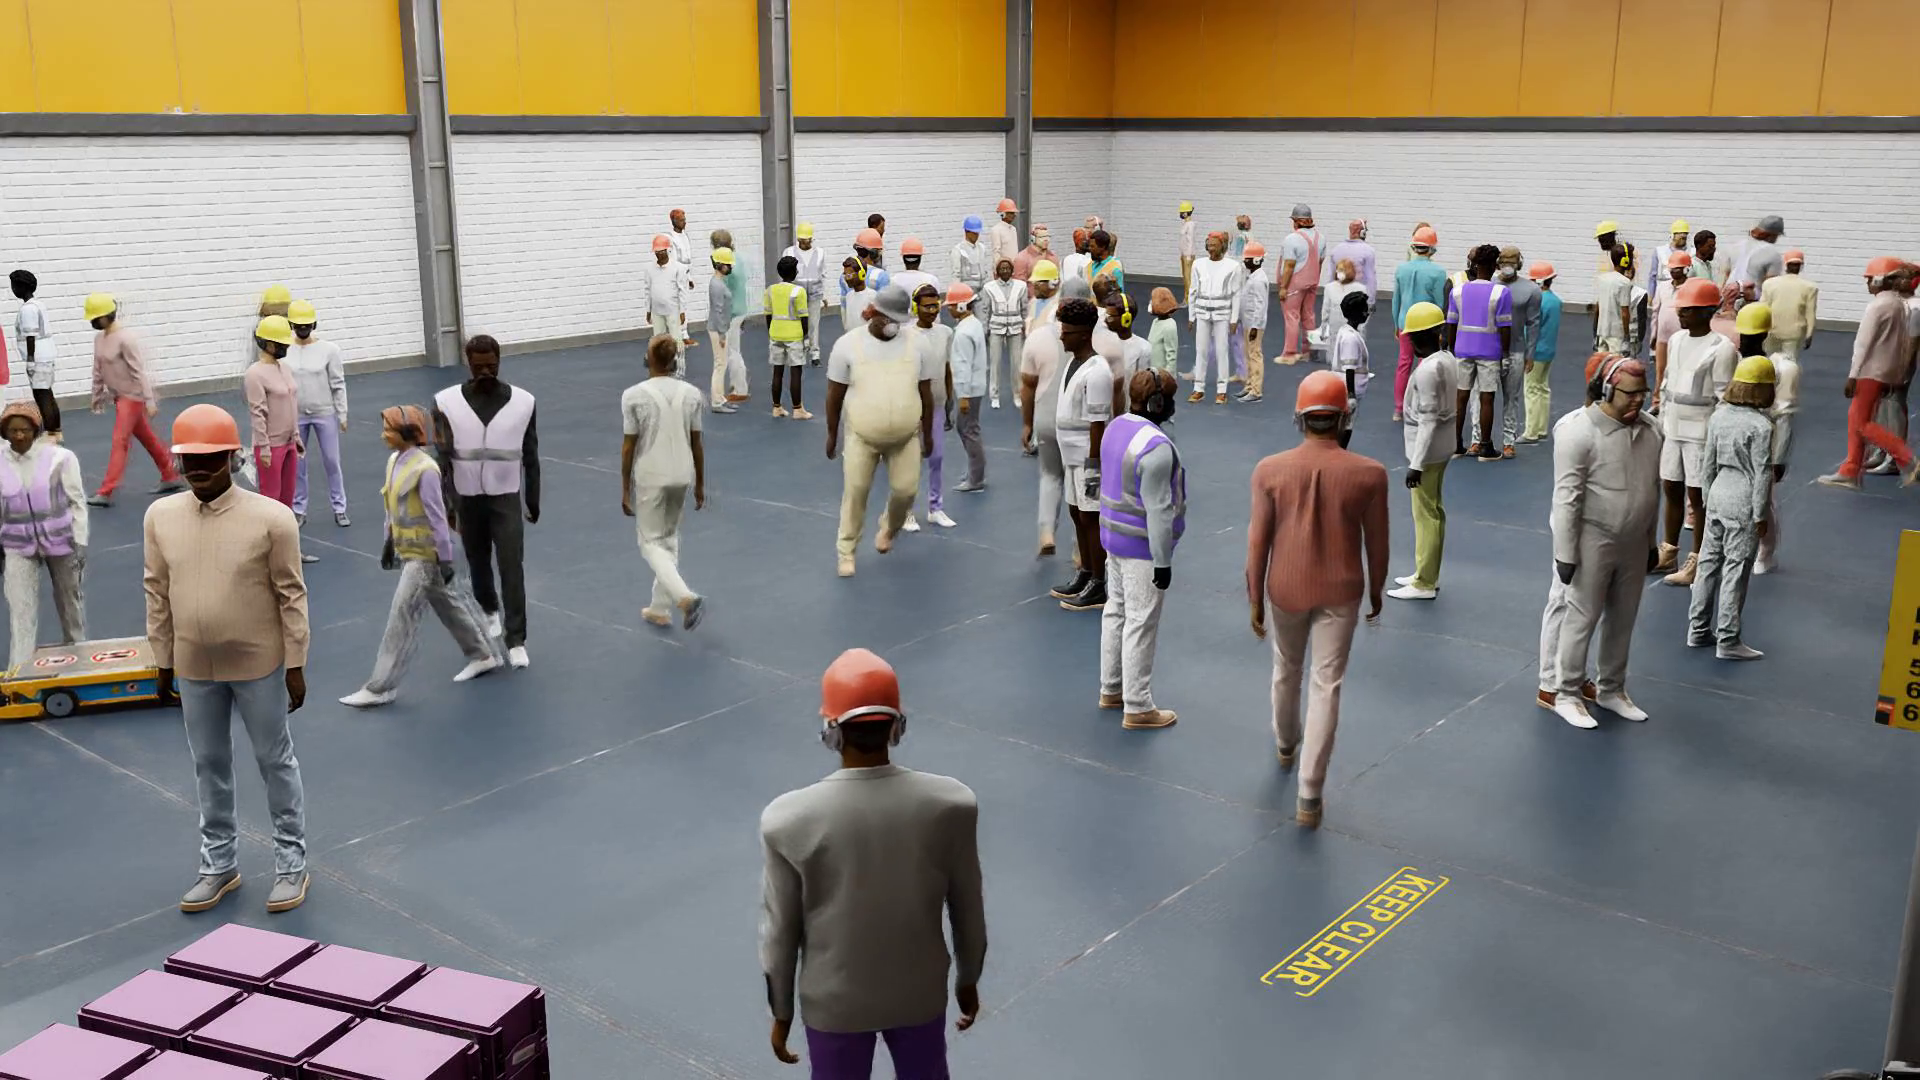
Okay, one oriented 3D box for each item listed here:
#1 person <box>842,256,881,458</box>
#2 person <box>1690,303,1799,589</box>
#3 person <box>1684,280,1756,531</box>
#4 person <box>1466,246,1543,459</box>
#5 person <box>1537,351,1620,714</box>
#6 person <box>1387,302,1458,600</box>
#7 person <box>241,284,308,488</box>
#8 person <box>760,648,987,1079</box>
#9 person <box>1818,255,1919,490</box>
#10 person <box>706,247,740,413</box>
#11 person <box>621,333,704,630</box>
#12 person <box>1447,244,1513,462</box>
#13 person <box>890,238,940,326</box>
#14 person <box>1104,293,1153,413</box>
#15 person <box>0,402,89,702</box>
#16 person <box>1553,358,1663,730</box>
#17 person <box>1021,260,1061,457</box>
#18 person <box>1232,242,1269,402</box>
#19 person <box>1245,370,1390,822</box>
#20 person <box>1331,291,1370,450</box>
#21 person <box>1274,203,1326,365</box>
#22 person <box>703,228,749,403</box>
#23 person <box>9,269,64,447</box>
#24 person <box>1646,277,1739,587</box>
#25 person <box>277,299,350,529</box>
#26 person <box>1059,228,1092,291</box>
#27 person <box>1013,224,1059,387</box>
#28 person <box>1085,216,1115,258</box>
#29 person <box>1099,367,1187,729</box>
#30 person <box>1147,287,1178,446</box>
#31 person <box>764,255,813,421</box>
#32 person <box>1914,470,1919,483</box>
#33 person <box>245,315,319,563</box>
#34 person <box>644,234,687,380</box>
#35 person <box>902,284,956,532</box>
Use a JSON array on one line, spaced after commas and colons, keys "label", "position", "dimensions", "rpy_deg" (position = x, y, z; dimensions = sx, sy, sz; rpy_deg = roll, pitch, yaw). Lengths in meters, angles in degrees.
[{"label": "person", "position": [-0.906, -1.650, 15.155], "dimensions": [0.350, 1.856, 0.524], "rpy_deg": [-11, 18, -37]}, {"label": "person", "position": [5.228, -0.633, 11.014], "dimensions": [0.883, 1.899, 0.592], "rpy_deg": [-13, 19, -43]}, {"label": "person", "position": [5.648, -0.954, 12.260], "dimensions": [0.407, 1.908, 0.641], "rpy_deg": [-1, 14, -3]}, {"label": "person", "position": [4.964, -1.715, 15.239], "dimensions": [0.629, 1.938, 0.372], "rpy_deg": [6, 15, 22]}, {"label": "person", "position": [3.253, -0.034, 8.630], "dimensions": [0.574, 1.884, 0.356], "rpy_deg": [-13, 19, -43]}, {"label": "person", "position": [2.975, -0.564, 10.680], "dimensions": [0.389, 1.916, 0.585], "rpy_deg": [7, 16, 26]}, {"label": "person", "position": [-5.811, -1.267, 13.916], "dimensions": [0.494, 1.713, 0.717], "rpy_deg": [8, 16, 29]}, {"label": "person", "position": [-0.219, 1.135, 4.256], "dimensions": [0.585, 1.740, 0.432], "rpy_deg": [-4, 15, -17]}, {"label": "person", "position": [7.643, -1.361, 13.764], "dimensions": [0.723, 1.966, 0.622], "rpy_deg": [13, 19, 43]}, {"label": "person", "position": [-2.508, -2.211, 17.598], "dimensions": [0.342, 1.752, 0.532], "rpy_deg": [-2, 14, -7]}, {"label": "person", "position": [-1.732, -0.313, 9.923], "dimensions": [0.535, 1.808, 0.671], "rpy_deg": [-9, 17, -33]}, {"label": "person", "position": [4.716, -1.698, 15.110], "dimensions": [0.604, 1.966, 0.367], "rpy_deg": [12, 18, 39]}, {"label": "person", "position": [-0.462, -2.011, 16.450], "dimensions": [0.550, 1.928, 0.388], "rpy_deg": [3, 14, 12]}, {"label": "person", "position": [1.150, -0.815, 11.790], "dimensions": [0.334, 1.865, 0.517], "rpy_deg": [-10, 17, -35]}, {"label": "person", "position": [-4.907, 0.061, 8.866], "dimensions": [0.524, 1.582, 0.881], "rpy_deg": [-6, 15, -22]}, {"label": "person", "position": [3.276, 0.019, 8.402], "dimensions": [0.658, 1.893, 0.400], "rpy_deg": [-6, 15, -24]}, {"label": "person", "position": [0.795, -1.621, 15.100], "dimensions": [0.404, 1.824, 0.606], "rpy_deg": [-9, 17, -33]}, {"label": "person", "position": [3.218, -2.406, 18.373], "dimensions": [0.332, 1.749, 0.563], "rpy_deg": [0, 14, 0]}, {"label": "person", "position": [1.613, 0.210, 7.508], "dimensions": [0.607, 1.944, 1.028], "rpy_deg": [5, 15, 18]}, {"label": "person", "position": [3.185, -1.190, 13.627], "dimensions": [0.316, 1.695, 0.541], "rpy_deg": [2, 14, 9]}, {"label": "person", "position": [4.297, -3.273, 21.255], "dimensions": [0.688, 2.000, 0.539], "rpy_deg": [-10, 17, -36]}, {"label": "person", "position": [-2.542, -2.430, 18.141], "dimensions": [0.491, 1.915, 0.636], "rpy_deg": [1, 14, 5]}, {"label": "person", "position": [-8.714, -1.708, 15.715], "dimensions": [0.321, 1.685, 0.542], "rpy_deg": [-5, 15, -18]}, {"label": "person", "position": [4.807, -0.709, 11.004], "dimensions": [0.396, 2.042, 0.610], "rpy_deg": [-4, 14, -14]}, {"label": "person", "position": [-4.880, -0.935, 12.508], "dimensions": [0.534, 1.754, 0.390], "rpy_deg": [-3, 14, -14]}, {"label": "person", "position": [1.339, -2.533, 18.615], "dimensions": [0.339, 1.882, 0.584], "rpy_deg": [-9, 17, -33]}, {"label": "person", "position": [0.908, -2.637, 18.983], "dimensions": [0.642, 1.909, 0.409], "rpy_deg": [-12, 19, -40]}, {"label": "person", "position": [1.641, -3.038, 20.584], "dimensions": [0.408, 1.906, 0.654], "rpy_deg": [-6, 15, -23]}, {"label": "person", "position": [0.928, 0.036, 8.463], "dimensions": [0.431, 1.835, 0.624], "rpy_deg": [-4, 15, -17]}, {"label": "person", "position": [1.751, -1.394, 14.568], "dimensions": [0.275, 1.632, 0.507], "rpy_deg": [-3, 14, -11]}, {"label": "person", "position": [-1.774, -2.081, 17.187], "dimensions": [0.539, 1.695, 0.318], "rpy_deg": [8, 16, 31]}, {"label": "person", "position": [8.420, -1.415, 14.059], "dimensions": [0.546, 1.928, 0.382], "rpy_deg": [4, 15, 14]}, {"label": "person", "position": [-4.636, -0.652, 11.354], "dimensions": [0.327, 1.760, 0.523], "rpy_deg": [1, 14, 5]}, {"label": "person", "position": [-3.500, -2.744, 19.737], "dimensions": [0.566, 1.744, 0.349], "rpy_deg": [5, 15, 19]}, {"label": "person", "position": [-0.271, -0.990, 12.498], "dimensions": [0.511, 1.862, 0.320], "rpy_deg": [-7, 16, -27]}]
